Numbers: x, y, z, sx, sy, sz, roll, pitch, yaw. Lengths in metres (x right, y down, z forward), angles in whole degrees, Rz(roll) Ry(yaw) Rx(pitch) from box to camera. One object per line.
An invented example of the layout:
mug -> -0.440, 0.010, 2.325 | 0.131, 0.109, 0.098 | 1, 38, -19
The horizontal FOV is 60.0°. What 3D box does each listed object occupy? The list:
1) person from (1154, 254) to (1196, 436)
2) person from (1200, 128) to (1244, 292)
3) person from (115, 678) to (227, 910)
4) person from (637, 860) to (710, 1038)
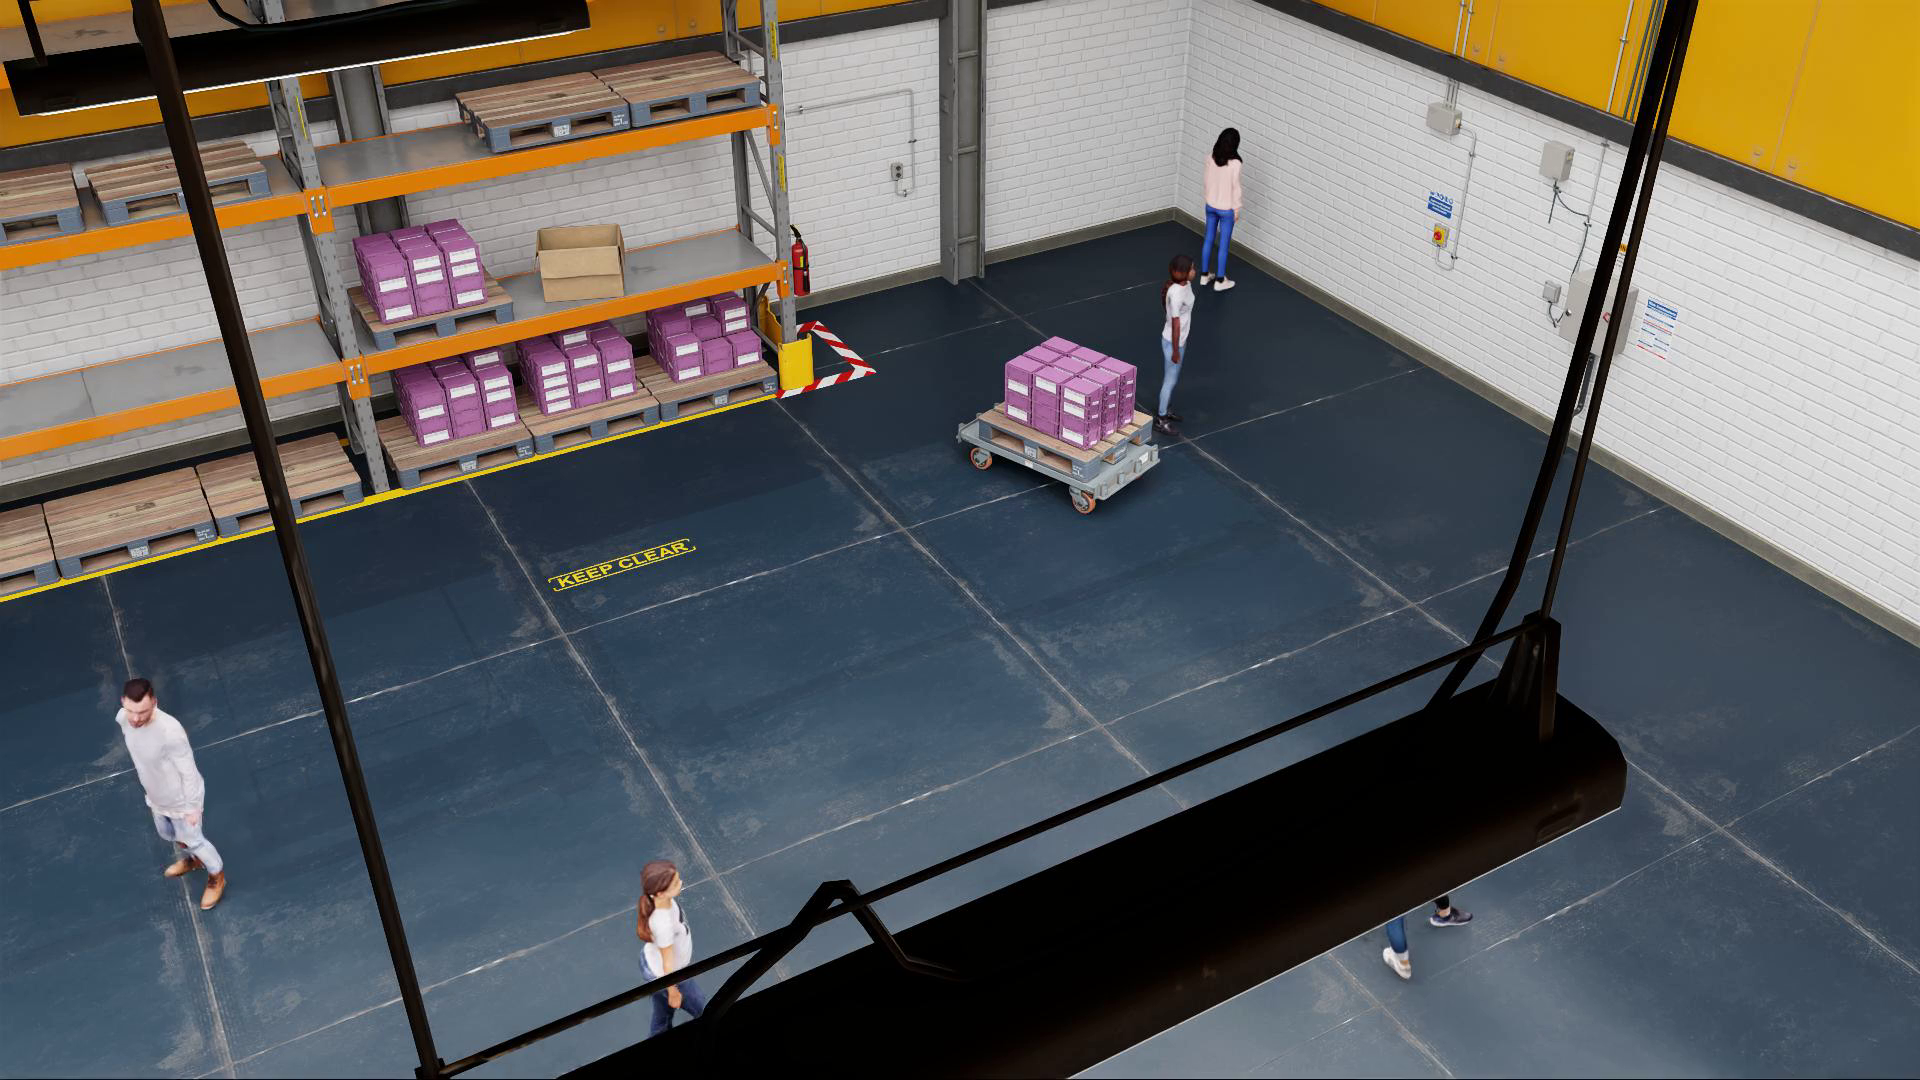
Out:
person -> 1.973, -1.808, 15.205 | 0.713, 1.719, 0.646 | 9, 35, 13
person -> 2.782, -3.546, 17.775 | 0.616, 1.768, 0.694 | -27, 42, -34
person -> -4.793, 1.497, 10.157 | 0.886, 1.802, 0.855 | 27, 42, 34
person -> -1.660, 2.360, 9.085 | 0.814, 1.550, 0.633 | -11, 35, -16
